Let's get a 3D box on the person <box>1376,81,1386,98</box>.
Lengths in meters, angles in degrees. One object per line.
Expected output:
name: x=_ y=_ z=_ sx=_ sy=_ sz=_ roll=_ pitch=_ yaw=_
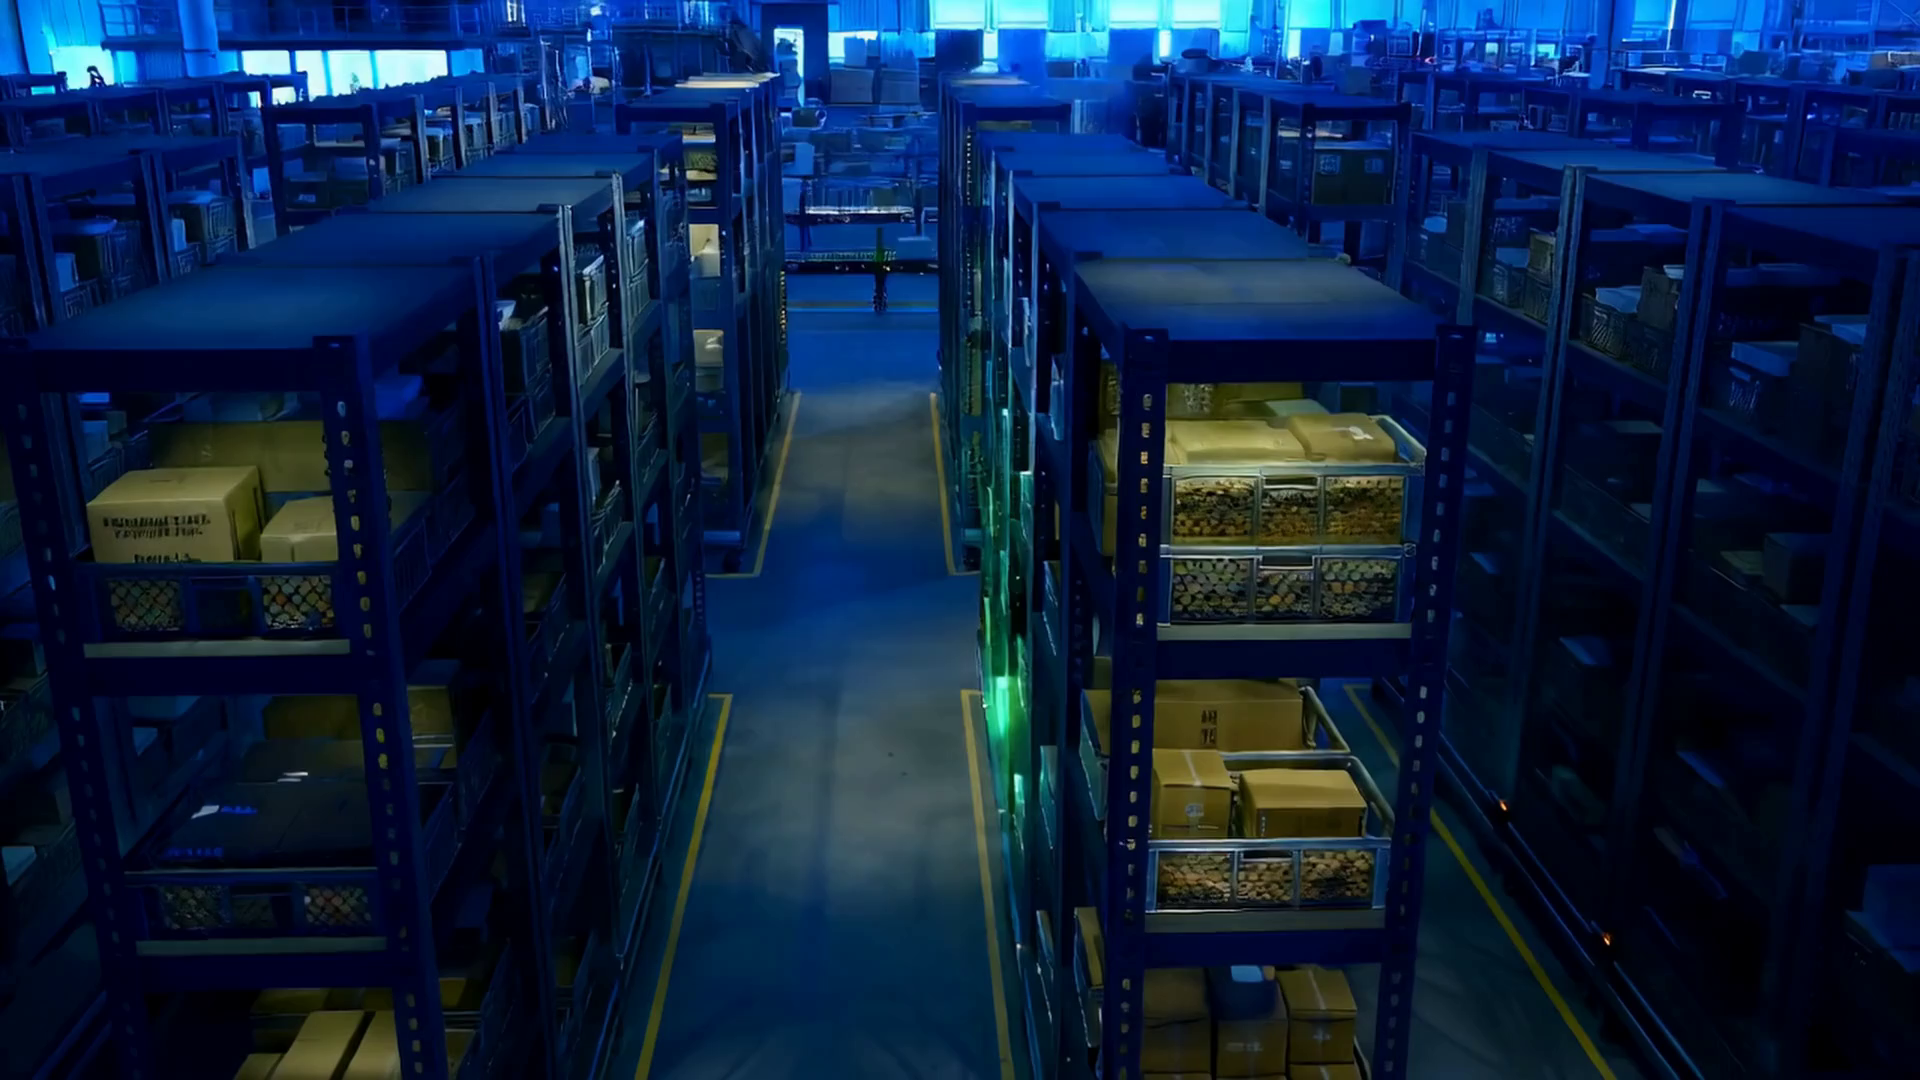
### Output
person: x=14.365 y=-14.889 z=57.205 sx=0.929 sy=1.718 sz=0.541 roll=6 pitch=19 yaw=18

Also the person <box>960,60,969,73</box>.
person: x=0.207 y=-19.736 z=71.864 sx=0.409 sy=1.925 sz=0.574 roll=-10 pitch=20 yaw=-27

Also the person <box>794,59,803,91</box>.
person: x=-8.196 y=-23.797 z=84.578 sx=0.430 sy=1.838 sz=0.619 roll=1 pitch=18 yaw=3

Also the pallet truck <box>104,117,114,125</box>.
pallet truck: x=-18.367 y=-7.885 z=35.078 sx=1.885 sy=1.965 sz=0.823 roll=1 pitch=18 yaw=2

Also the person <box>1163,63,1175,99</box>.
person: x=8.298 y=-17.715 z=65.427 sx=0.679 sy=2.000 sz=0.537 roll=-3 pitch=18 yaw=-8

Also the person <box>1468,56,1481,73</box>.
person: x=23.930 y=-21.553 z=77.518 sx=0.613 sy=1.904 sz=0.427 roll=-1 pitch=18 yaw=-2

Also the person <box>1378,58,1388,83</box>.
person: x=20.770 y=-22.808 z=81.755 sx=0.534 sy=1.690 sz=0.322 roll=0 pitch=18 yaw=-2

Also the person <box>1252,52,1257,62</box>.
person: x=15.963 y=-25.629 z=90.390 sx=0.290 sy=1.745 sz=0.487 roll=6 pitch=19 yaw=19

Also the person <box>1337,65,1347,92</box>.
person: x=15.060 y=-17.716 z=65.595 sx=0.379 sy=1.937 sz=0.548 roll=6 pitch=19 yaw=17

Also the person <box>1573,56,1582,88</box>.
person: x=28.967 y=-21.712 z=77.972 sx=0.434 sy=1.928 sz=0.652 roll=16 pitch=24 yaw=41

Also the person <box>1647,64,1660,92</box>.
person: x=29.652 y=-19.474 z=71.092 sx=0.625 sy=1.902 sz=0.458 roll=-1 pitch=18 yaw=-2

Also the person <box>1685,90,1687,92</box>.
person: x=25.265 y=-15.336 z=58.185 sx=0.607 sy=1.965 sz=0.366 roll=1 pitch=18 yaw=2

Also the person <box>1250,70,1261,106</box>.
person: x=10.580 y=-15.775 z=59.497 sx=0.397 sy=1.992 sz=0.623 roll=-12 pitch=21 yaw=-32

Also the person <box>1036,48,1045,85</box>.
person: x=4.390 y=-25.757 z=90.486 sx=0.436 sy=1.927 sz=0.634 roll=8 pitch=19 yaw=23

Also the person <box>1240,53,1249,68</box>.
person: x=14.691 y=-24.420 z=86.560 sx=0.894 sy=1.807 sz=0.628 roll=10 pitch=20 yaw=27

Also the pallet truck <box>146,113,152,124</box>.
pallet truck: x=-18.087 y=-8.309 z=36.390 sx=1.885 sy=1.965 sz=0.823 roll=-1 pitch=18 yaw=-4

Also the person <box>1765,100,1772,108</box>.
person: x=22.927 y=-11.695 z=47.422 sx=0.545 sy=1.648 sz=0.863 roll=-10 pitch=20 yaw=-28

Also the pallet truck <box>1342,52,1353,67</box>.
pallet truck: x=18.794 y=-23.123 z=82.231 sx=0.823 sy=1.965 sz=1.885 roll=-13 pitch=22 yaw=-35

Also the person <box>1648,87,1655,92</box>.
person: x=21.579 y=-13.290 z=52.162 sx=0.600 sy=1.785 sz=0.951 roll=-2 pitch=18 yaw=-5

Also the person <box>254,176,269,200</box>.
person: x=-10.240 y=-4.472 z=24.735 sx=0.657 sy=1.864 sz=0.978 roll=-16 pitch=24 yaw=-40

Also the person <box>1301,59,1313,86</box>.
person: x=15.663 y=-20.776 z=75.199 sx=0.503 sy=1.861 sz=0.328 roll=6 pitch=19 yaw=17

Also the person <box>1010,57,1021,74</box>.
person: x=2.621 y=-21.651 z=77.829 sx=0.636 sy=1.917 sz=0.826 roll=15 pitch=23 yaw=38

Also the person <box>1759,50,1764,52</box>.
person: x=41.775 y=-24.611 z=86.930 sx=0.551 sy=1.937 sz=0.357 roll=-9 pitch=20 yaw=-27

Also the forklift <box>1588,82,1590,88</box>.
forklift: x=30.365 y=-22.372 z=78.493 sx=1.129 sy=2.768 sz=1.873 roll=8 pitch=20 yaw=24

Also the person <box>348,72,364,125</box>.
person: x=-21.911 y=-16.041 z=60.496 sx=0.584 sy=1.882 sz=0.337 roll=-1 pitch=18 yaw=-3

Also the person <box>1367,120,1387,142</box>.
person: x=11.486 y=-11.242 z=45.910 sx=0.535 sy=1.720 sz=0.893 roll=1 pitch=18 yaw=4

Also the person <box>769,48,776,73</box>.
person: x=-10.360 y=-26.446 z=92.698 sx=0.968 sy=1.873 sz=0.615 roll=-3 pitch=18 yaw=-9
